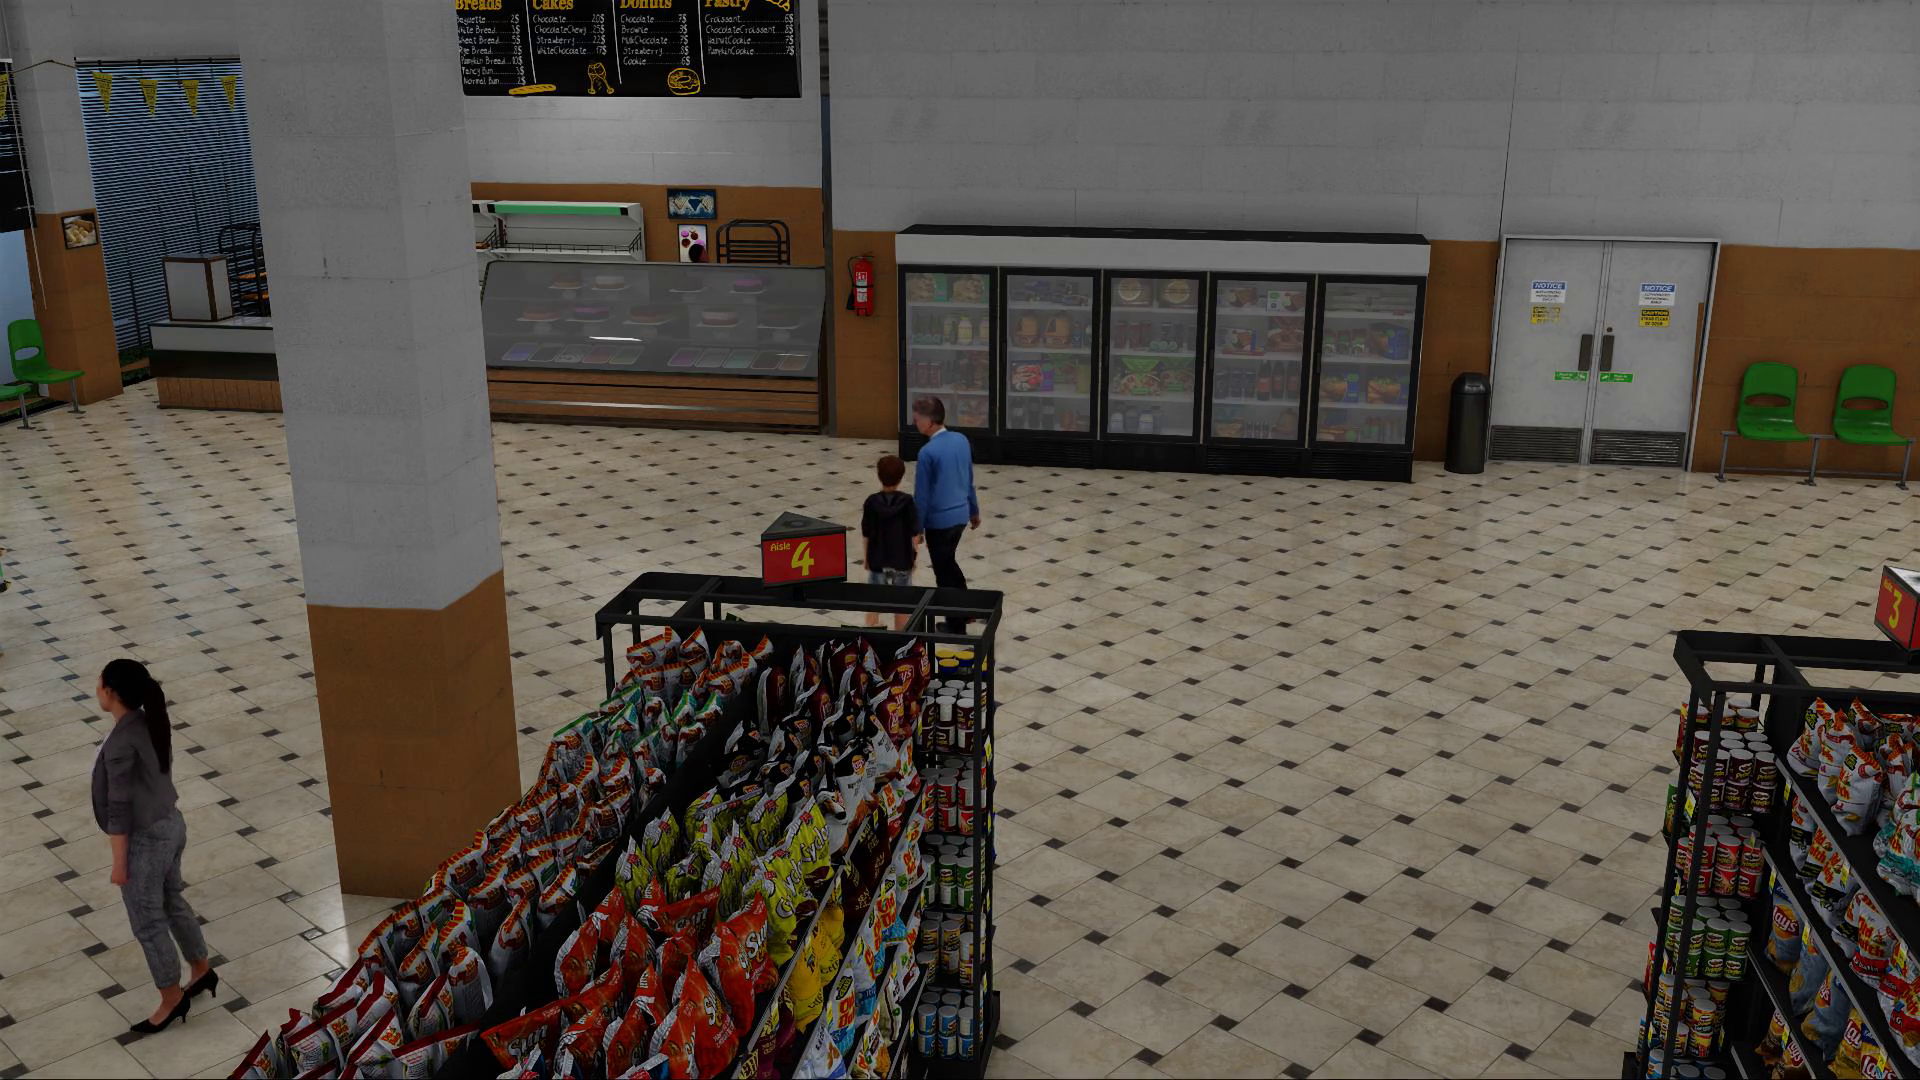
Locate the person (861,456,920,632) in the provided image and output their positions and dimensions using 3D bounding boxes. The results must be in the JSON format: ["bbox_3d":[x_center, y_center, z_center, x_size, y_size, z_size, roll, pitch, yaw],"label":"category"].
[{"bbox_3d":[-0.475,0.146,11.411,0.568,1.433,0.645,0,17,1],"label":"person"}]

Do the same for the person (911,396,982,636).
[{"bbox_3d":[-0.044,-0.127,11.714,0.762,1.780,0.876,-16,23,-42],"label":"person"}]

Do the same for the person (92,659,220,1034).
[{"bbox_3d":[-3.494,1.320,7.145,0.755,1.667,0.609,-5,18,-15],"label":"person"}]
